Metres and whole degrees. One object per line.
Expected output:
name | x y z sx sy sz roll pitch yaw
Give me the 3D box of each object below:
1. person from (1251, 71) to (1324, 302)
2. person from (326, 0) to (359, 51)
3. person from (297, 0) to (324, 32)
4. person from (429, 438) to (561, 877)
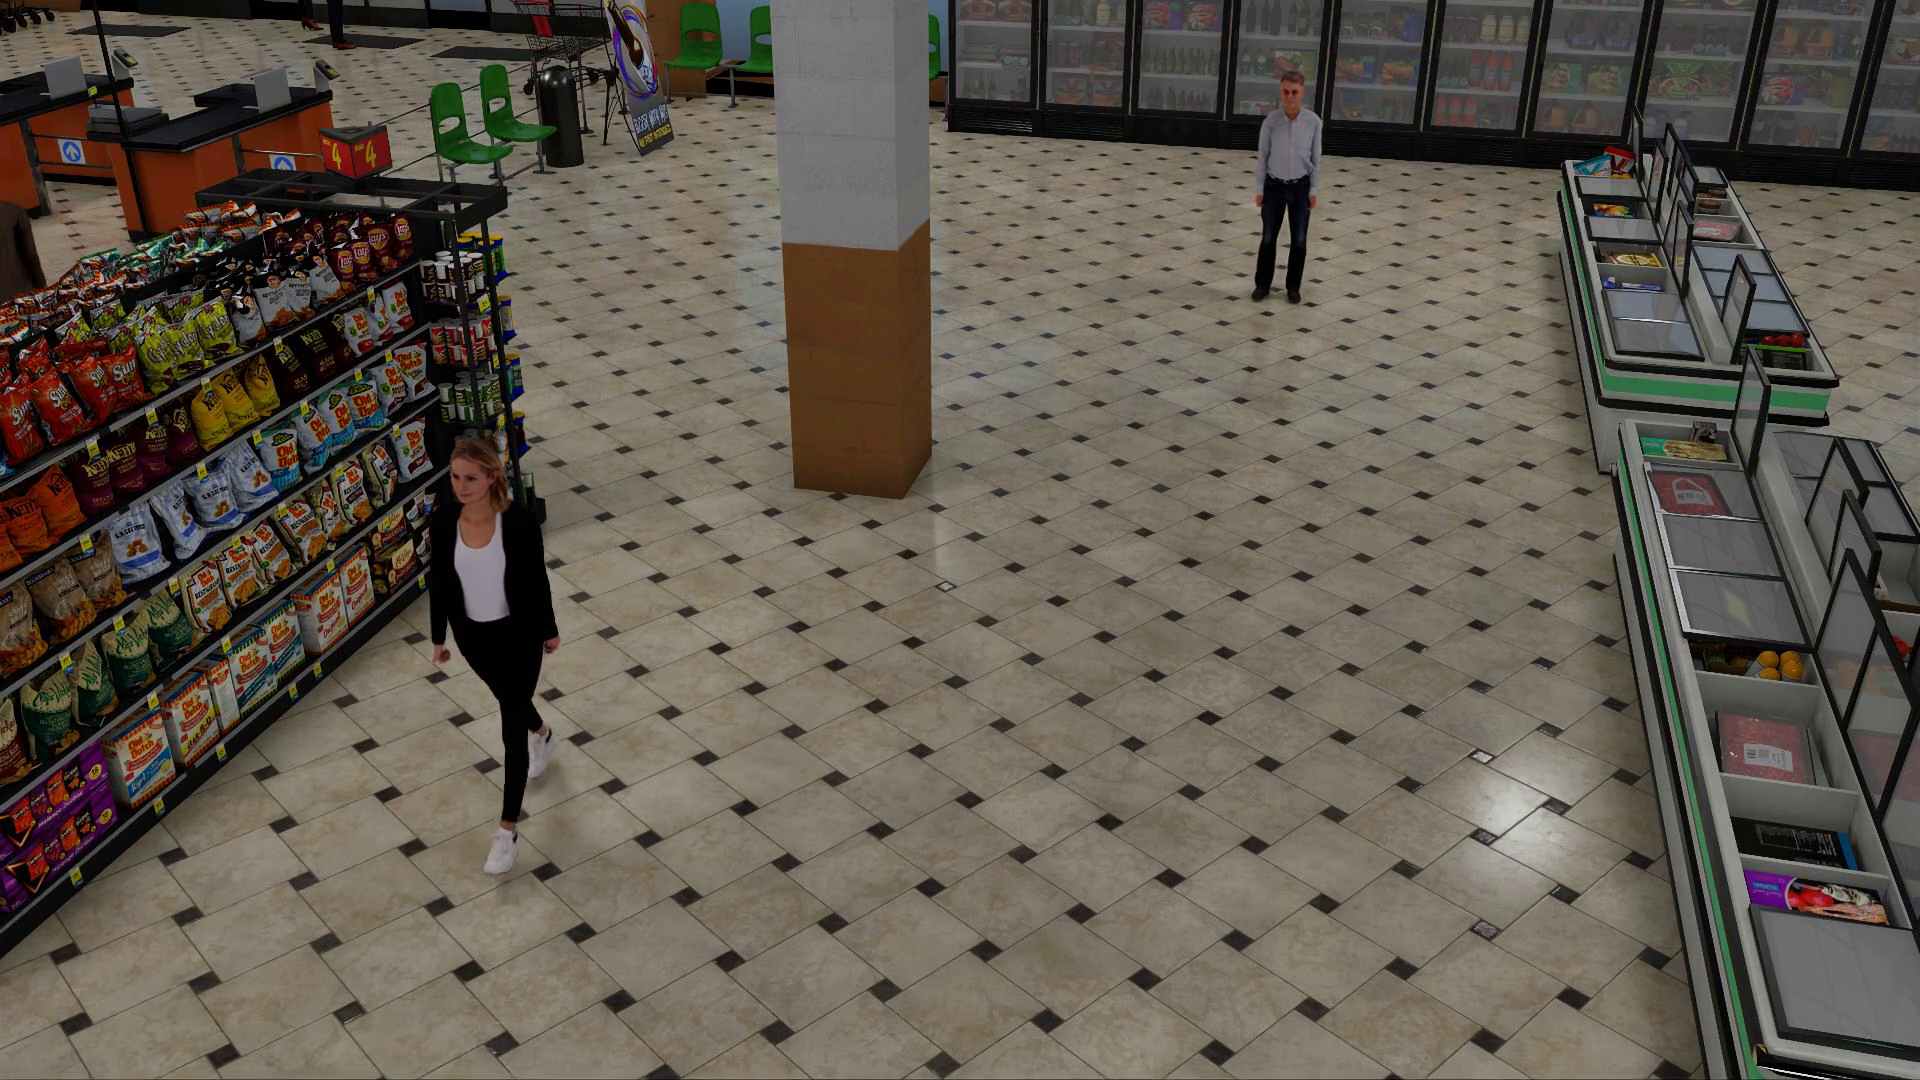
person | 2.573 -2.772 13.057 0.655 1.814 0.583 5 27 9
person | -8.570 -7.593 22.657 0.736 1.729 0.708 -19 33 -33
person | -9.481 -8.221 23.949 0.724 1.679 0.713 -22 34 -36
person | -1.877 0.388 6.900 0.758 1.747 1.251 3 27 6
